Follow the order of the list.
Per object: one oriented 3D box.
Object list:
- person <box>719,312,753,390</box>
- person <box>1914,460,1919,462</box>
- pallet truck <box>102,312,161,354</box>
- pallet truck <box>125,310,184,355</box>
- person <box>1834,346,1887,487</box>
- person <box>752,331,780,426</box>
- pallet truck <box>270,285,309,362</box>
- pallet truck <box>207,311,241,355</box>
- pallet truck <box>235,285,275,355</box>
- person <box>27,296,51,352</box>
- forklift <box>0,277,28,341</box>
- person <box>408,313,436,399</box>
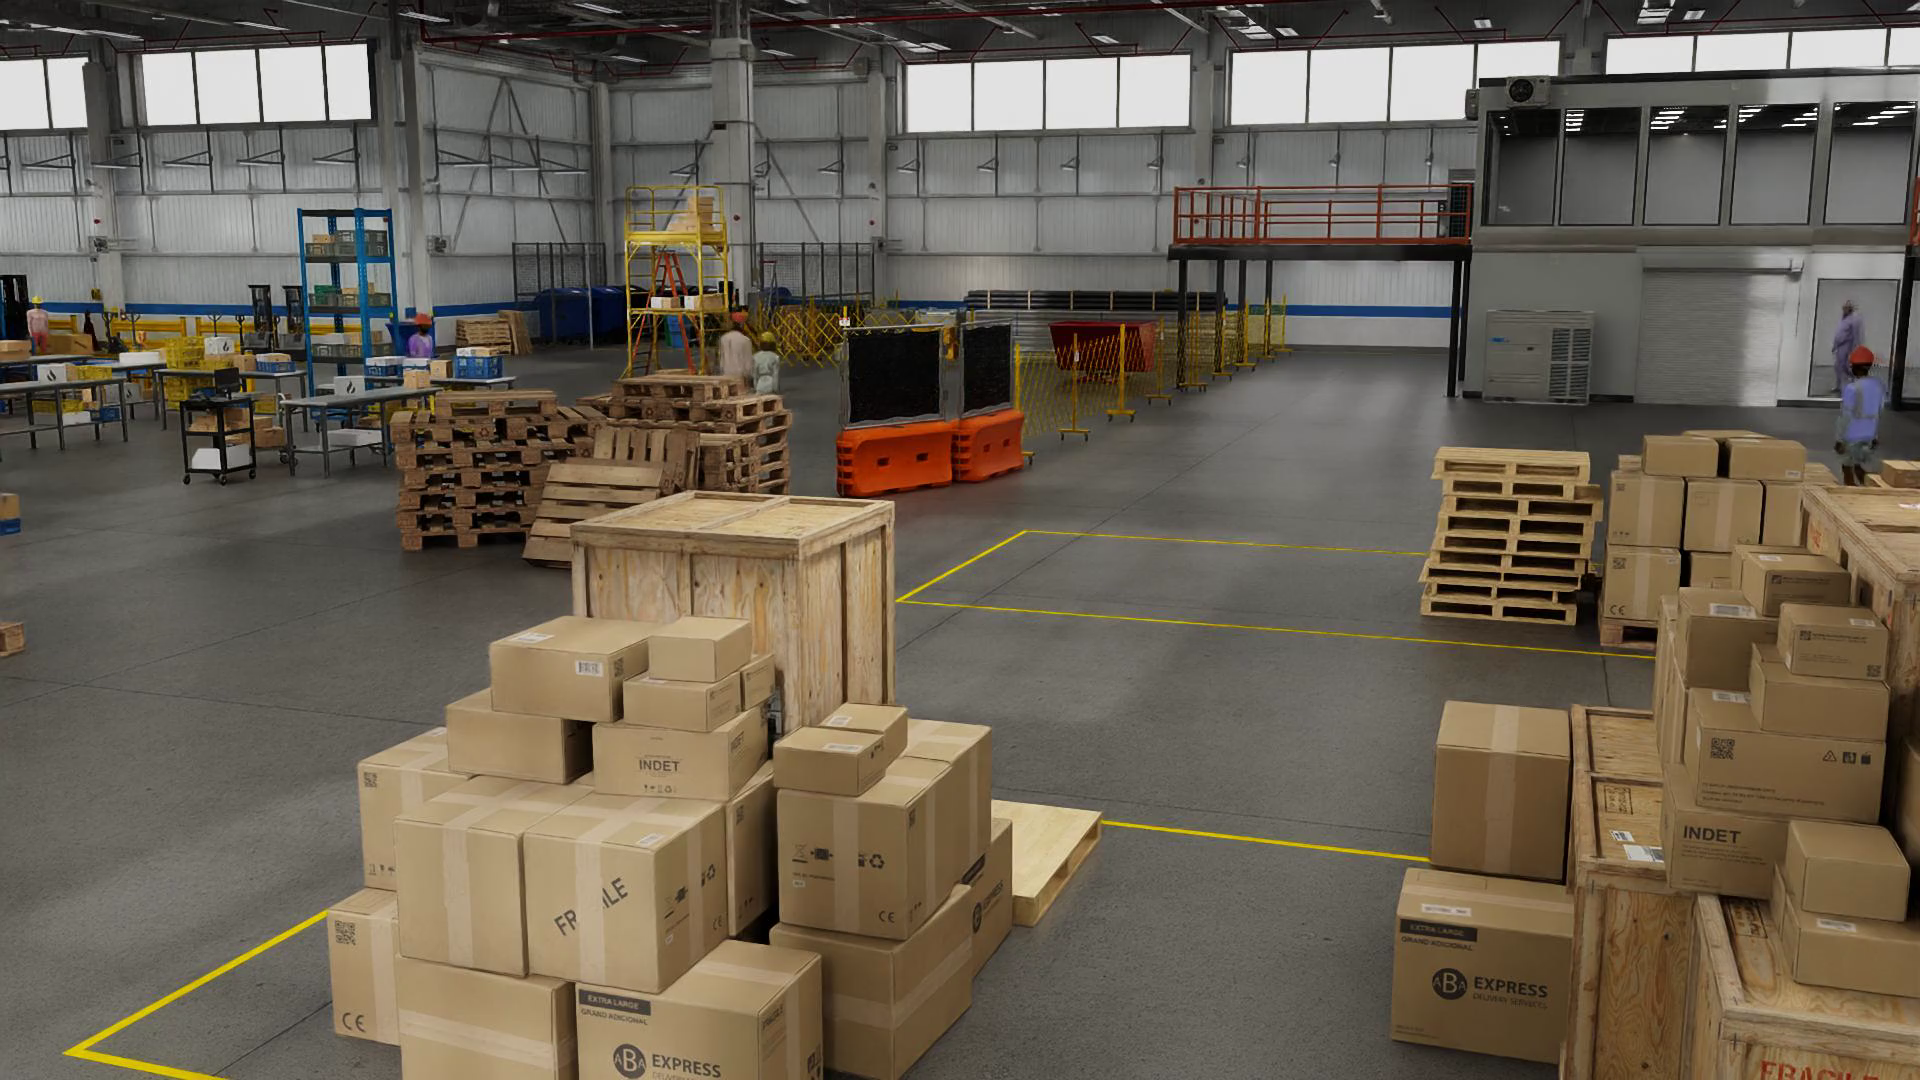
[{"bbox_3d":[-3.498,-2.621,26.370,0.638,1.972,0.498,8,13,39],"label":"person"},{"bbox_3d":[13.374,-1.921,22.698,0.337,1.882,0.584,0,10,-3],"label":"person"},{"bbox_3d":[-23.057,-5.777,46.261,0.680,1.201,1.601,3,11,19],"label":"pallet truck"},{"bbox_3d":[-22.038,-5.665,45.457,0.704,1.261,1.522,3,11,17],"label":"pallet truck"},{"bbox_3d":[9.859,-1.158,18.276,0.563,1.927,0.423,-3,11,-17],"label":"person"},{"bbox_3d":[-2.966,-2.303,25.285,0.485,1.730,0.621,4,11,20],"label":"person"},{"bbox_3d":[-17.147,-5.700,43.663,0.823,1.965,1.885,3,11,17],"label":"pallet truck"},{"bbox_3d":[-19.537,-5.575,44.913,0.653,1.274,1.630,3,11,19],"label":"pallet truck"},{"bbox_3d":[-18.327,-5.835,44.421,0.823,1.965,1.885,4,11,23],"label":"pallet truck"},{"bbox_3d":[-22.686,-5.109,40.986,0.327,1.769,0.525,6,12,31],"label":"person"},{"bbox_3d":[-27.151,-6.329,46.328,1.157,1.987,2.680,3,11,17],"label":"forklift"},{"bbox_3d":[-8.826,-2.766,27.356,0.458,1.923,0.545,4,11,20],"label":"person"}]
